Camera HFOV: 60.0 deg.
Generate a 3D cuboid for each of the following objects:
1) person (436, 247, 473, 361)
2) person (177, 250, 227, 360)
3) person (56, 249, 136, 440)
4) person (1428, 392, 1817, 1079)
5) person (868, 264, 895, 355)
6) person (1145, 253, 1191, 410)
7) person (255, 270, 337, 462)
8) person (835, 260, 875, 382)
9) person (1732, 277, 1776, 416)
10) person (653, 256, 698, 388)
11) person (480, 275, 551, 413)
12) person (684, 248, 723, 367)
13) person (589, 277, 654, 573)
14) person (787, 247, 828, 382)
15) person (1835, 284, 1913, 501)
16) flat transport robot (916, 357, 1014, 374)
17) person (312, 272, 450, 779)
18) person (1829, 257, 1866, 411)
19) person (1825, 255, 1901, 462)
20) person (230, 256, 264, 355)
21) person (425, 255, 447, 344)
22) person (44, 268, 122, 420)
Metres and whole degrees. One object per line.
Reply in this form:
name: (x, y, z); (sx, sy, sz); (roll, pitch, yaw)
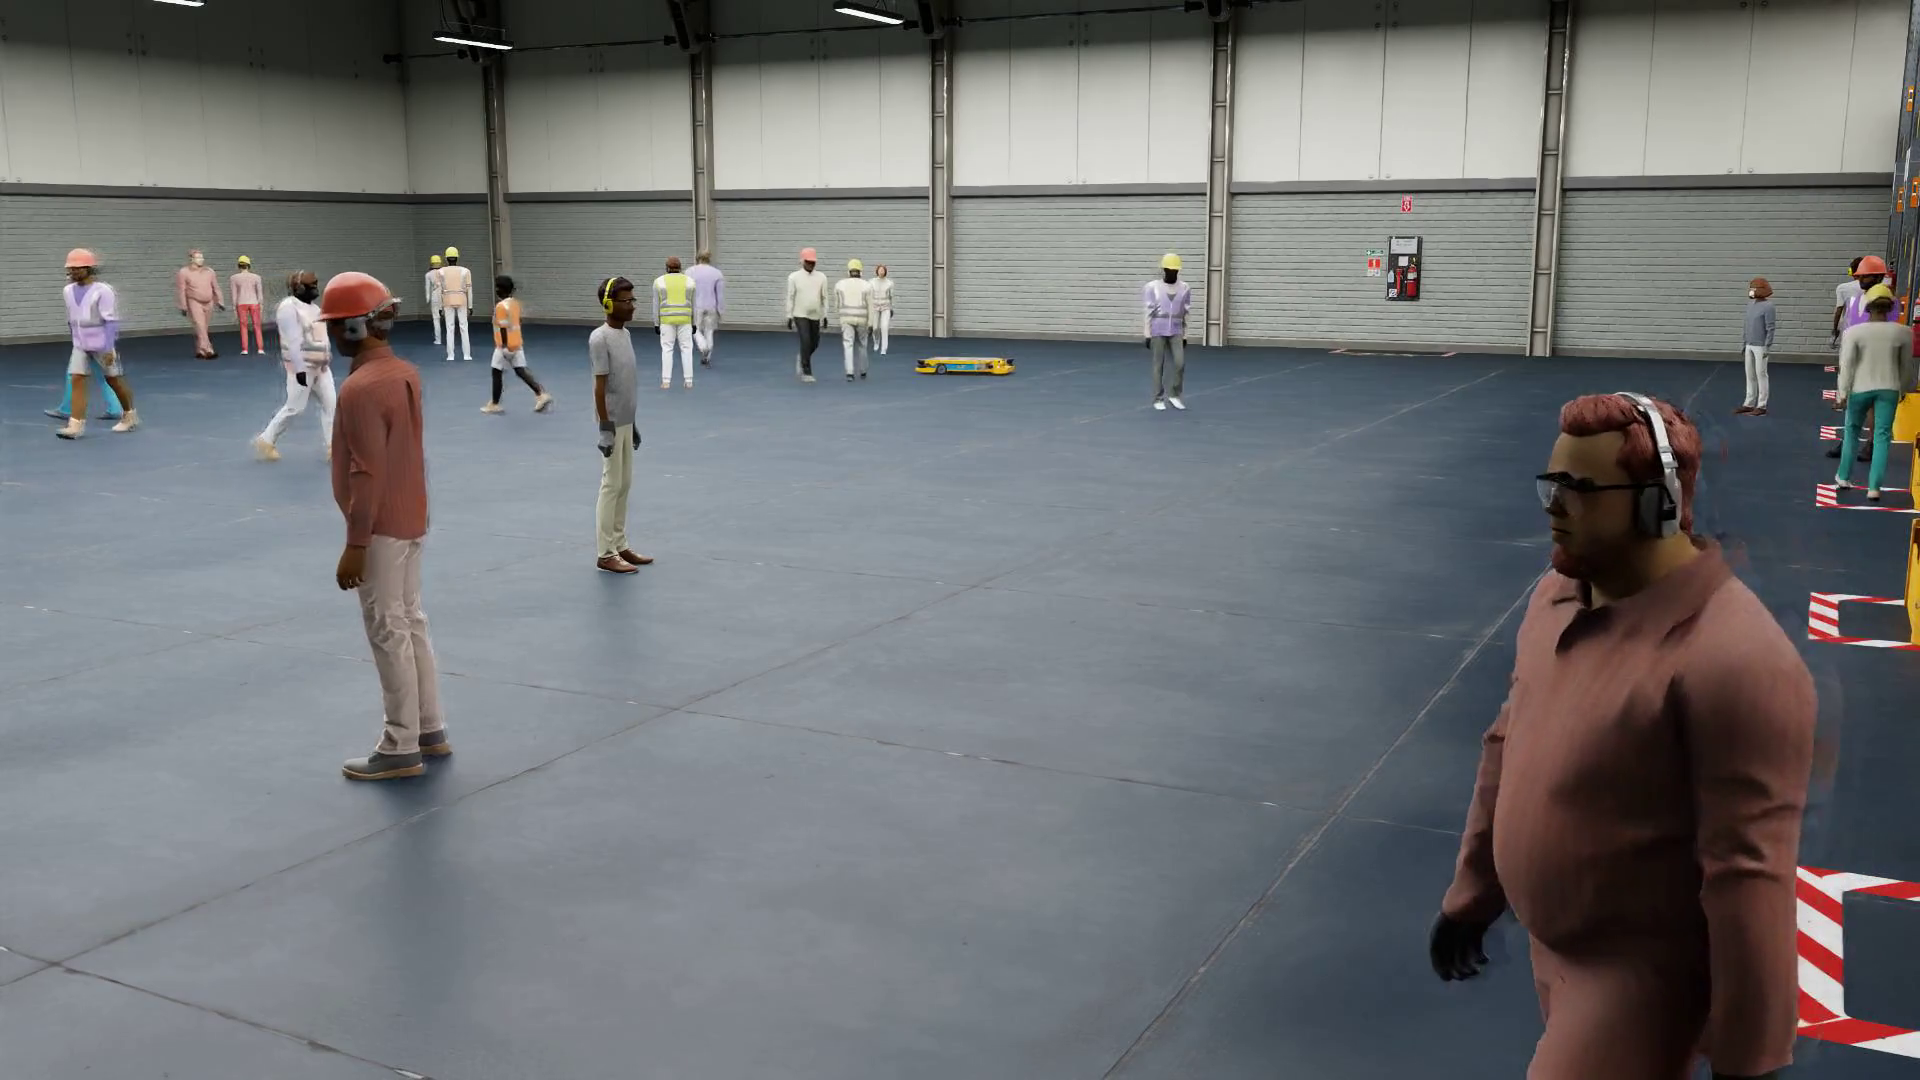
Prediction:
person: (-8.570, -3.997, 28.233); (0.587, 1.930, 0.359); (-3, 11, -16)
person: (-13.023, -4.039, 28.648); (0.982, 1.863, 0.664); (7, 12, 33)
person: (-9.182, -2.074, 17.596); (0.620, 1.989, 1.093); (2, 11, 12)
person: (0.978, 0.698, 2.761); (0.816, 1.878, 0.664); (-1, 10, -3)
person: (-1.415, -4.136, 29.799); (0.532, 1.621, 0.460); (1, 10, 4)
person: (2.527, -2.517, 20.232); (0.611, 1.908, 0.547); (-2, 11, -9)
person: (-6.186, -1.620, 15.601); (0.869, 1.810, 0.621); (2, 11, 10)
person: (-1.541, -3.219, 24.448); (0.586, 1.780, 0.945); (0, 10, 0)
person: (9.439, -2.286, 19.707); (0.274, 1.632, 0.503); (-1, 10, -7)
person: (-3.978, -3.036, 23.260); (0.630, 1.835, 0.429); (-3, 11, -17)
person: (-5.364, -2.347, 19.954); (0.826, 1.669, 0.531); (2, 11, 11)
person: (-4.118, -3.728, 26.782); (0.650, 1.923, 0.555); (-5, 11, -25)
person: (-2.166, -0.732, 10.590); (0.312, 1.869, 0.537); (2, 11, 9)
person: (-2.273, -3.319, 24.462); (0.628, 1.969, 0.802); (-5, 12, -27)
person: (7.468, -1.215, 13.619); (0.543, 1.725, 0.889); (4, 11, 20)
flat transport robot: (0.082, -2.710, 25.737); (1.431, 0.197, 0.652); (2, 11, 10)
person: (-2.296, -0.050, 6.556); (0.410, 1.991, 0.629); (0, 10, -1)
person: (10.866, -2.495, 20.220); (0.523, 1.865, 0.317); (2, 11, 13)
person: (8.556, -1.709, 15.729); (0.375, 1.939, 0.546); (-3, 11, -17)
person: (-12.726, -4.183, 29.699); (0.527, 1.765, 0.328); (-5, 12, -27)
person: (-10.228, -4.716, 32.665); (0.512, 1.736, 0.339); (-5, 12, -27)
person: (-10.135, -2.268, 19.126); (0.887, 1.803, 0.608); (0, 10, 0)
